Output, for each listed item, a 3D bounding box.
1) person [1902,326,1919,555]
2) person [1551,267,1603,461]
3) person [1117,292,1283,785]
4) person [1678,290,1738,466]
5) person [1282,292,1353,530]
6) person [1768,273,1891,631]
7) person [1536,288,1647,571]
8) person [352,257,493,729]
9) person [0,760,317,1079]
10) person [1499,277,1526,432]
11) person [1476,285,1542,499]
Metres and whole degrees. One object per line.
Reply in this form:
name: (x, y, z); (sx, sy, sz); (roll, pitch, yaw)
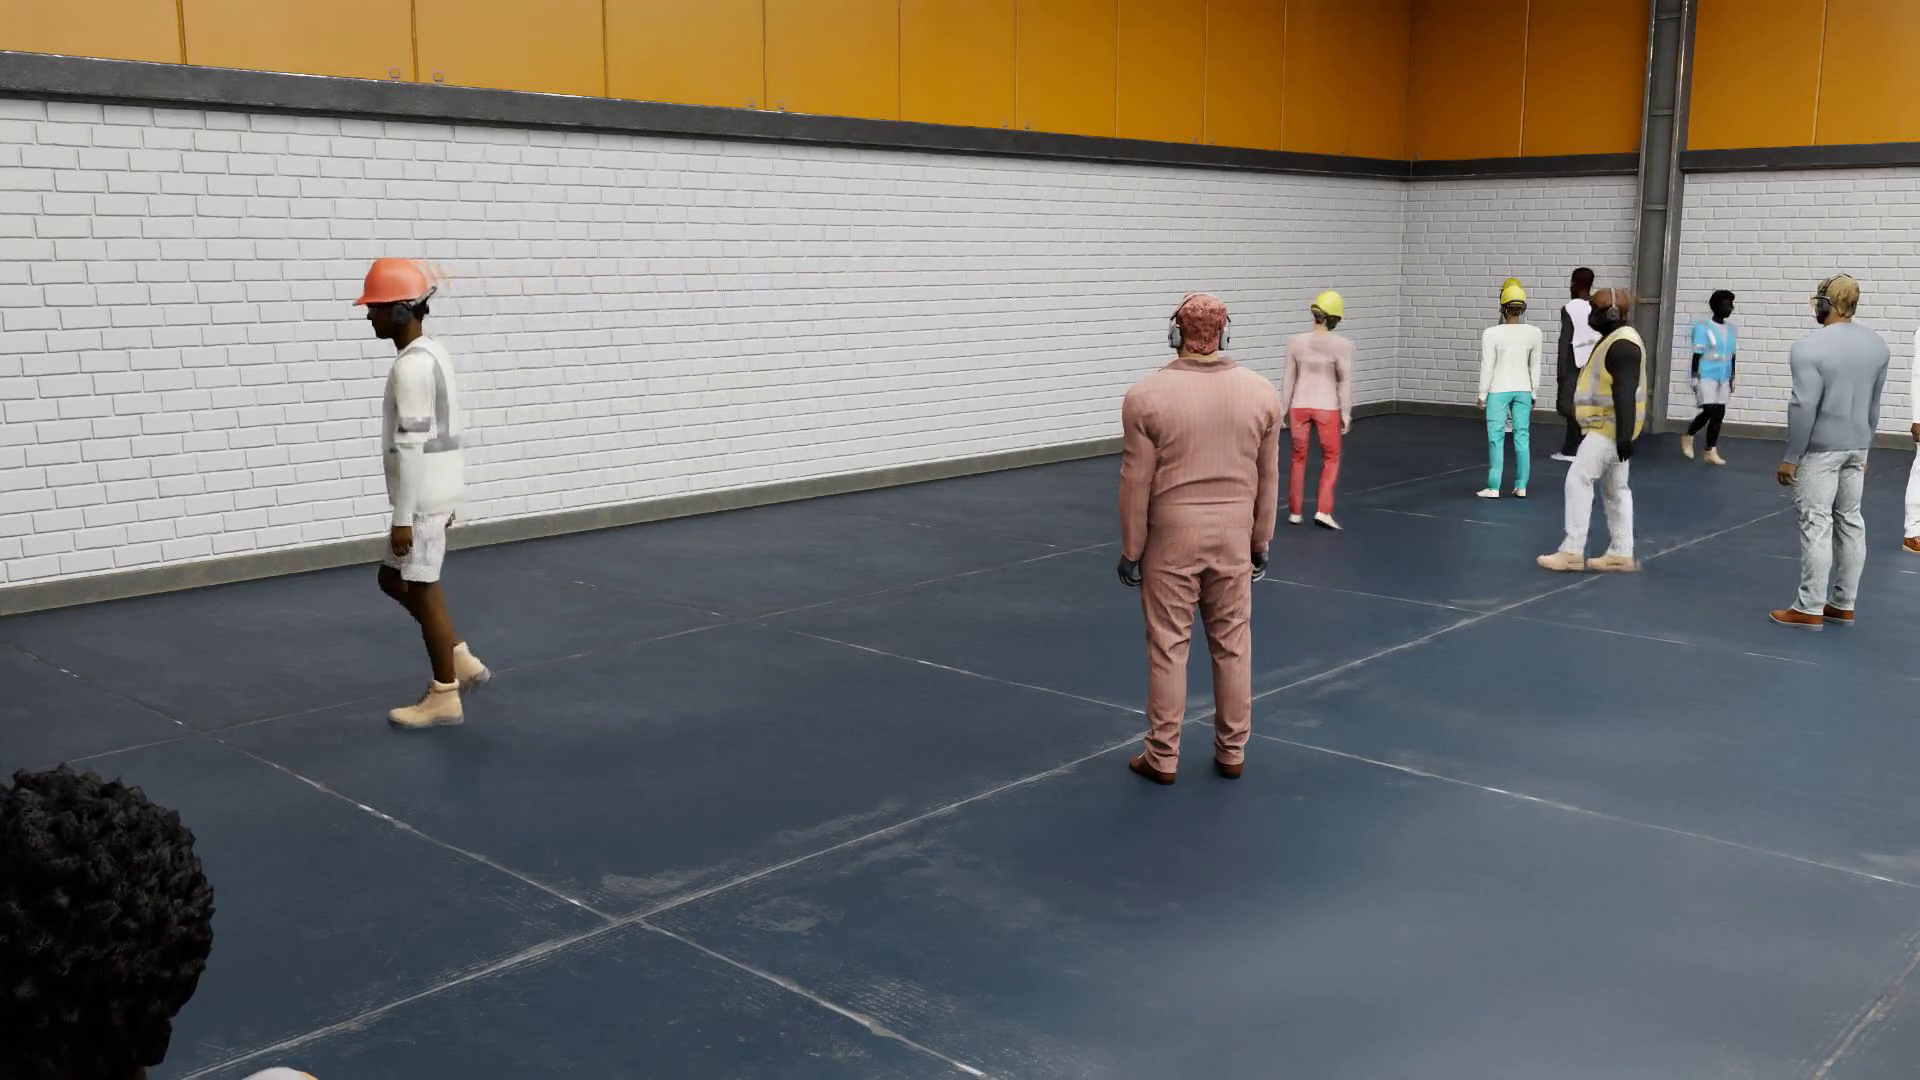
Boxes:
person: (6.704, -0.834, 11.284); (0.575, 1.882, 0.355); (-3, 10, -14)
person: (6.005, -1.674, 16.020); (0.596, 1.901, 0.654); (-6, 11, -29)
person: (0.908, 0.002, 6.454); (0.642, 1.909, 0.408); (-2, 10, -13)
person: (7.183, -1.547, 15.870); (0.544, 1.683, 0.387); (-4, 11, -22)
person: (2.617, -0.952, 12.364); (0.580, 1.752, 0.442); (7, 12, 34)
person: (4.720, -0.471, 9.051); (0.629, 1.940, 0.379); (-4, 11, -20)
person: (4.030, -0.697, 10.671); (0.736, 1.817, 0.663); (3, 10, 15)
person: (-2.339, -0.181, 7.114); (0.416, 2.031, 0.619); (-2, 10, -12)
person: (-0.651, 1.009, 1.338); (0.318, 1.691, 0.534); (3, 10, 16)
person: (6.217, -2.096, 18.864); (0.295, 1.743, 0.492); (8, 13, 37)
person: (4.539, -1.215, 13.782); (0.533, 1.768, 0.310); (-2, 10, -9)
